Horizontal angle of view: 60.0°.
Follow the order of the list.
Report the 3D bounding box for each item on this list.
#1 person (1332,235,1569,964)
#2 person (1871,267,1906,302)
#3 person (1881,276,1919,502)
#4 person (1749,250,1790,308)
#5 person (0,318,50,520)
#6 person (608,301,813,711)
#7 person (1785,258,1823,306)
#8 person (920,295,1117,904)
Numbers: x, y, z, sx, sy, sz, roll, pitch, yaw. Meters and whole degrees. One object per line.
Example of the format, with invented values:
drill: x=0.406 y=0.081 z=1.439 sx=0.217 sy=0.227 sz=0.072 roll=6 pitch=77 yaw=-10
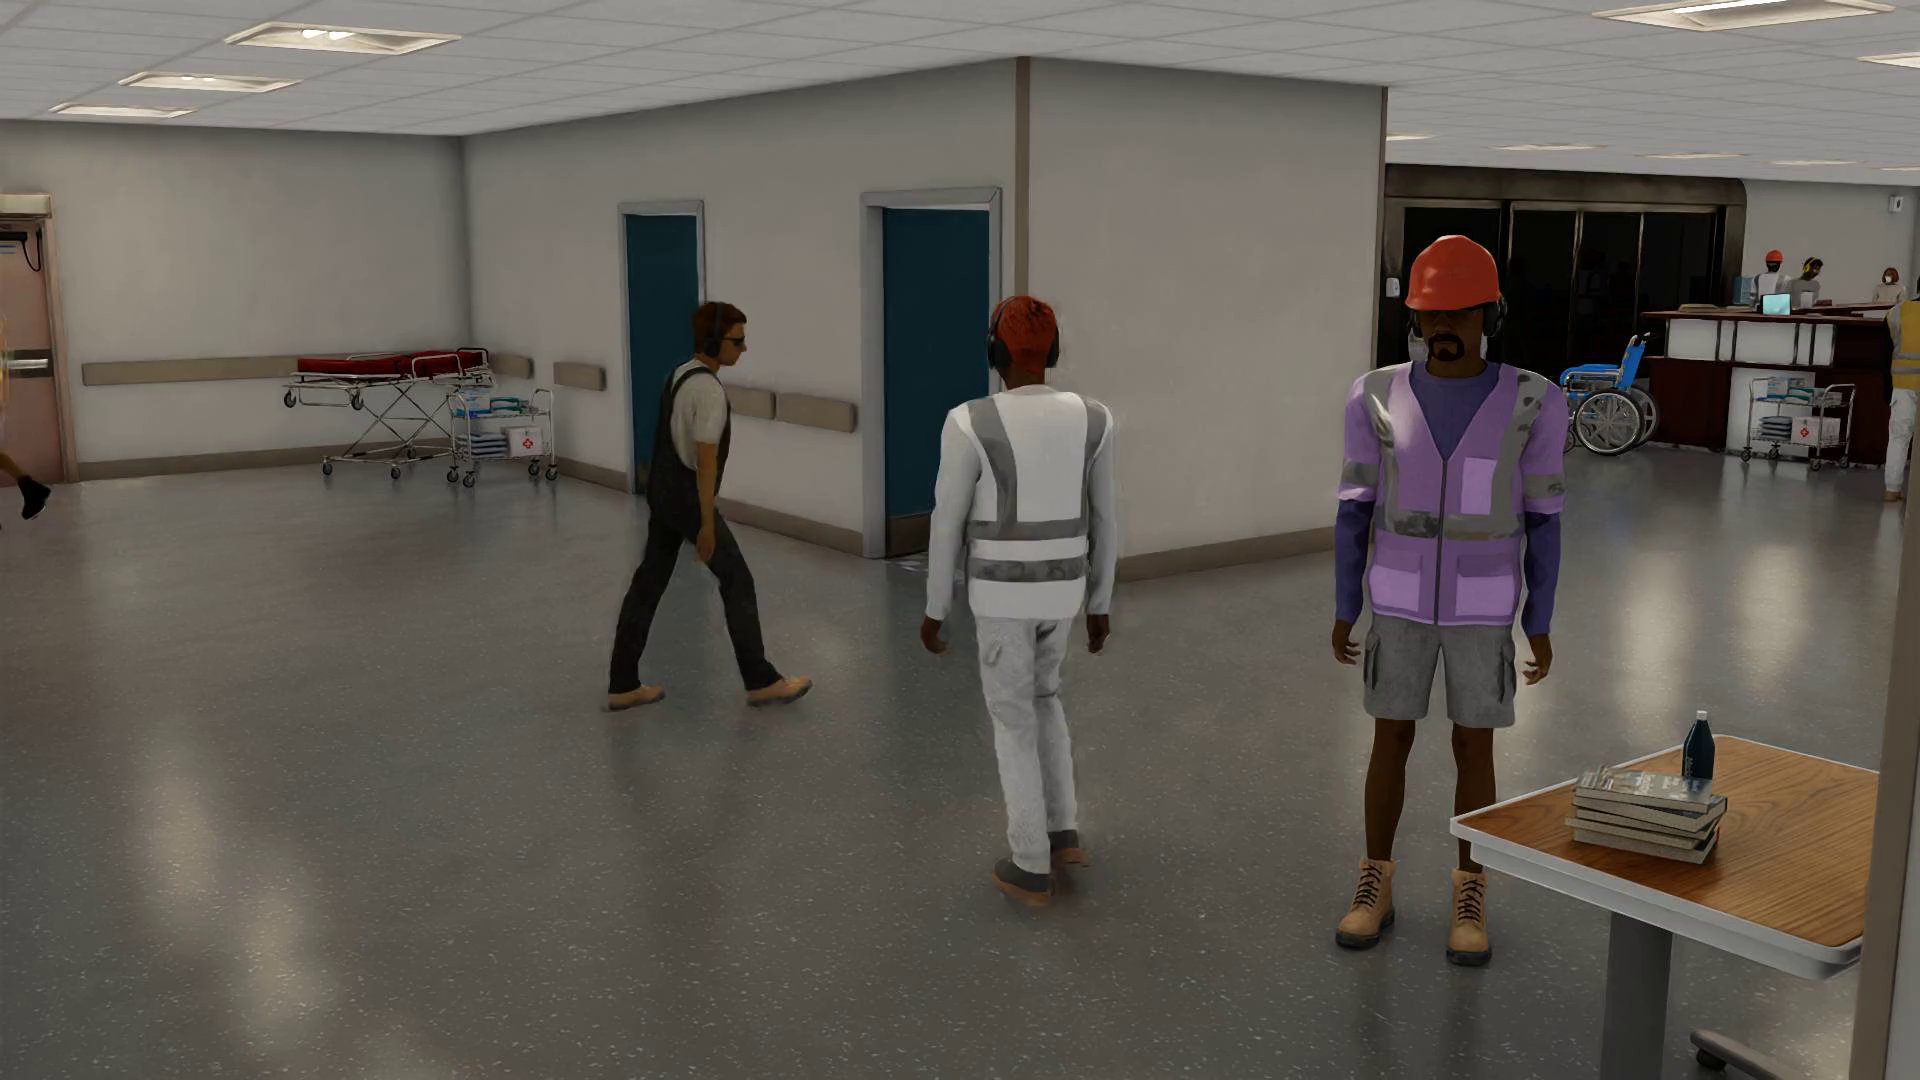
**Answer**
person: x=1.347 y=0.182 z=4.656 sx=0.615 sy=2.041 sz=0.391 roll=4 pitch=11 yaw=22
person: x=15.048 y=-3.605 z=27.017 sx=0.498 sy=1.634 sz=0.278 roll=9 pitch=14 yaw=42
person: x=7.461 y=-1.183 z=12.873 sx=0.429 sy=1.844 sz=0.626 roll=-9 pitch=13 yaw=-41
person: x=11.671 y=-3.207 z=23.982 sx=0.390 sy=1.930 sz=0.549 roll=-9 pitch=13 yaw=-40
person: x=-6.831 y=-1.005 z=11.642 sx=0.551 sy=1.924 sz=0.567 roll=0 pitch=10 yaw=2
person: x=-1.121 y=-0.126 z=7.164 sx=0.854 sy=1.777 sz=0.539 roll=-6 pitch=12 yaw=-30
person: x=11.562 y=-2.955 z=22.866 sx=0.602 sy=1.816 sz=0.866 roll=-2 pitch=10 yaw=-9
person: x=0.181 y=0.188 z=5.137 sx=0.582 sy=1.868 sz=0.478 roll=-6 pitch=12 yaw=-29
